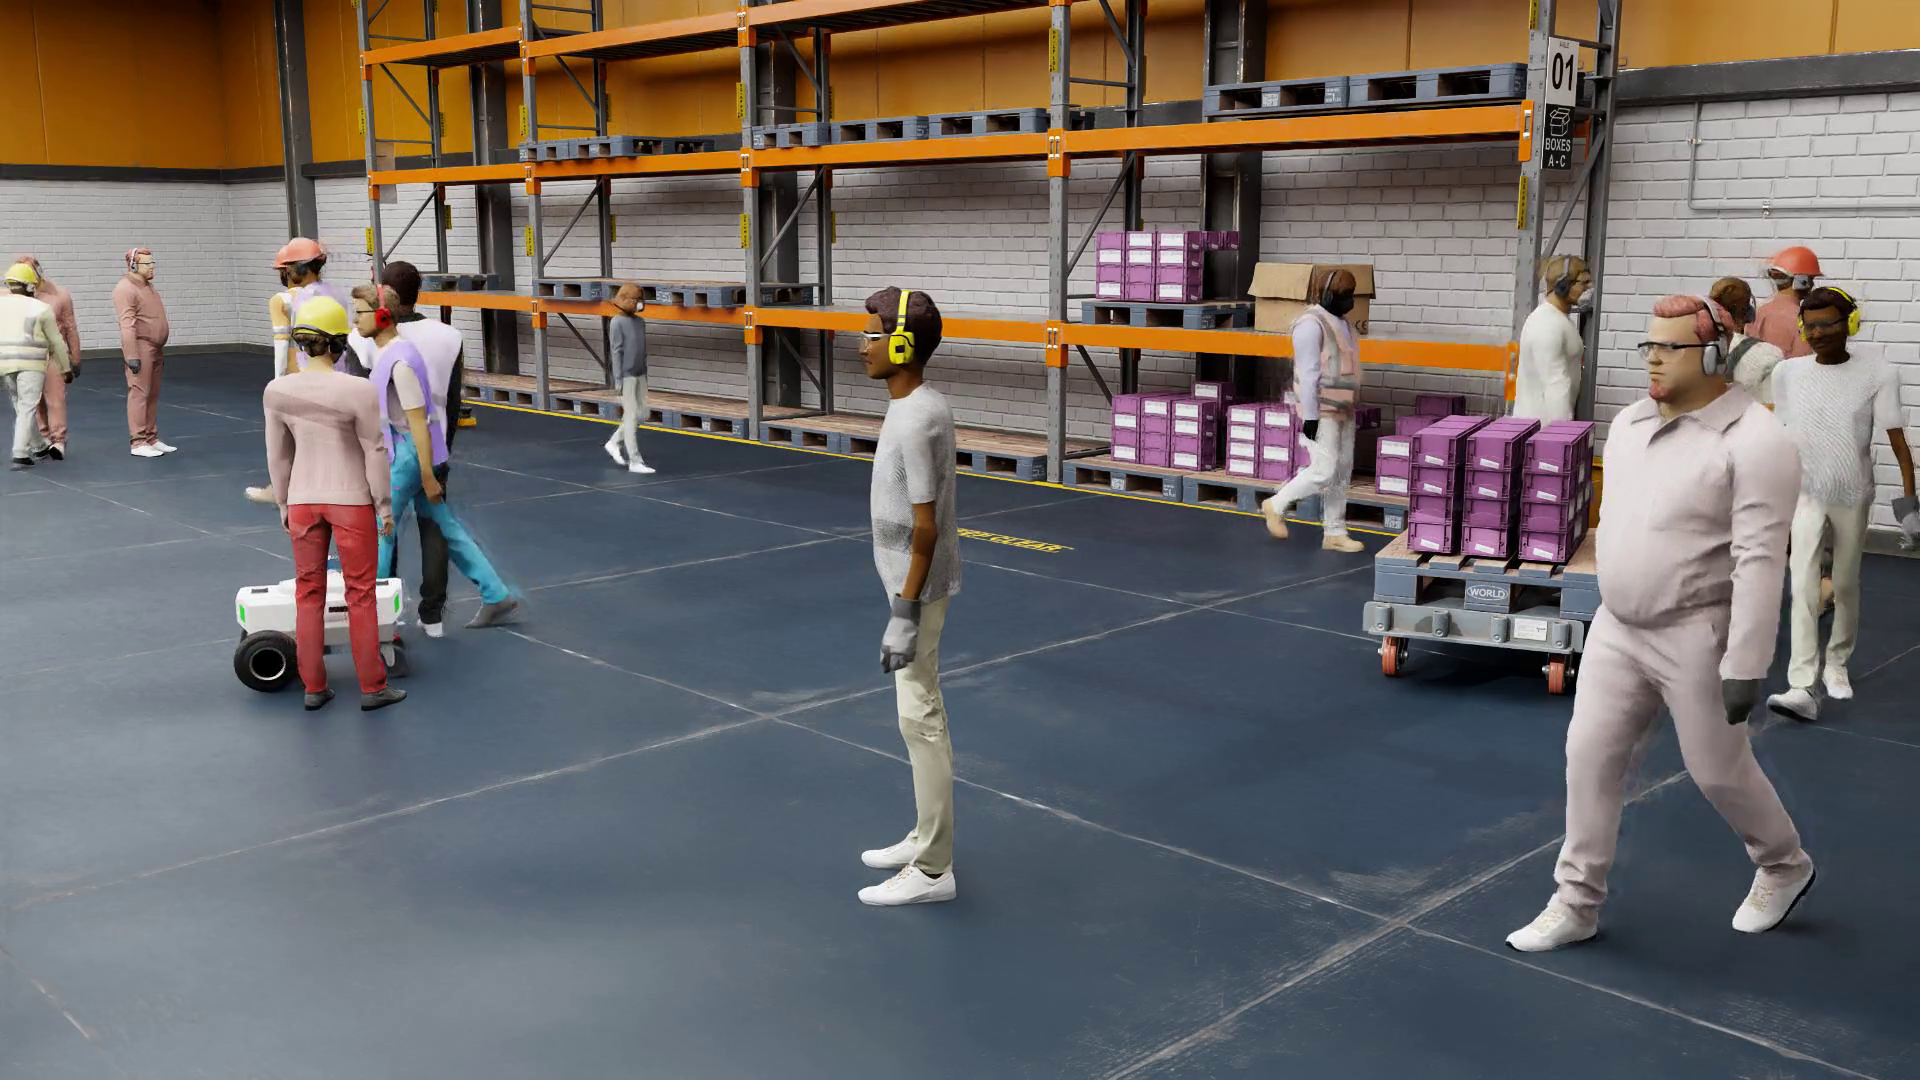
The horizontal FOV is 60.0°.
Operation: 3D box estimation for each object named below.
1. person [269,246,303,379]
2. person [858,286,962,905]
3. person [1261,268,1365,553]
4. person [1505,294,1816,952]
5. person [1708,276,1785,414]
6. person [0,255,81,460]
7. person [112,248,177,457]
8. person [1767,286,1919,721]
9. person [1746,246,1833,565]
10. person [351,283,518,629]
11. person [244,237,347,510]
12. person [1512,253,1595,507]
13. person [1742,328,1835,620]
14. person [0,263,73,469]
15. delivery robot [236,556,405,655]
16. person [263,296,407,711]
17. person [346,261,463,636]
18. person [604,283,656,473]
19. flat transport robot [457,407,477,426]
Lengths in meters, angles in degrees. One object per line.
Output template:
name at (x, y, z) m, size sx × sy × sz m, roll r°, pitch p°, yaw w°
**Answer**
person at (-5.191, -1.328, 13.065) m, size 0.356 × 1.936 × 0.551 m, roll 5°, pitch 11°, yaw 23°
person at (-0.159, 0.179, 5.043) m, size 0.328 × 1.869 × 0.517 m, roll 0°, pitch 10°, yaw 2°
person at (2.294, -0.820, 10.615) m, size 0.561 × 1.821 × 0.642 m, roll 9°, pitch 14°, yaw 39°
person at (2.062, 0.247, 4.679) m, size 0.927 × 1.874 × 0.653 m, roll -4°, pitch 11°, yaw -22°
person at (3.555, -0.311, 7.804) m, size 0.529 × 1.830 × 0.436 m, roll 9°, pitch 13°, yaw 39°
person at (-8.356, -1.650, 15.106) m, size 0.646 × 1.837 × 1.068 m, roll -4°, pitch 11°, yaw -23°
person at (-7.491, -1.726, 15.322) m, size 0.401 × 1.907 × 0.648 m, roll -1°, pitch 10°, yaw -6°
person at (3.704, -0.149, 7.008) m, size 0.663 × 1.798 × 0.980 m, roll 8°, pitch 13°, yaw 36°
person at (4.893, -0.787, 10.048) m, size 0.936 × 1.966 × 0.622 m, roll 0°, pitch 10°, yaw -3°
person at (-2.730, -0.390, 8.347) m, size 0.974 × 1.800 × 0.554 m, roll -3°, pitch 11°, yaw -18°
person at (-4.839, -1.209, 12.265) m, size 1.006 × 1.994 × 0.629 m, roll 1°, pitch 10°, yaw 4°
person at (3.243, -0.572, 8.986) m, size 0.500 × 1.920 × 0.640 m, roll 6°, pitch 12°, yaw 29°
person at (4.196, -0.387, 8.772) m, size 0.541 × 1.638 × 0.941 m, roll -10°, pitch 14°, yaw -44°
person at (-8.219, -1.533, 14.643) m, size 0.621 × 1.776 × 0.944 m, roll 0°, pitch 10°, yaw 1°
delivery robot at (-2.918, 0.317, 7.615) m, size 0.707 × 0.478 × 0.477 m, roll -4°, pitch 11°, yaw -19°
person at (-2.664, -0.145, 7.081) m, size 0.523 × 1.769 × 0.316 m, roll 1°, pitch 10°, yaw 5°
person at (-2.844, -0.473, 8.540) m, size 0.603 × 1.887 × 0.724 m, roll -6°, pitch 12°, yaw -30°
person at (-2.855, -1.385, 14.242) m, size 0.491 × 1.625 × 0.513 m, roll 4°, pitch 11°, yaw 22°
flat transport robot at (-5.833, -1.341, 17.686) m, size 1.431 × 0.197 × 0.652 m, roll 9°, pitch 14°, yaw 40°
